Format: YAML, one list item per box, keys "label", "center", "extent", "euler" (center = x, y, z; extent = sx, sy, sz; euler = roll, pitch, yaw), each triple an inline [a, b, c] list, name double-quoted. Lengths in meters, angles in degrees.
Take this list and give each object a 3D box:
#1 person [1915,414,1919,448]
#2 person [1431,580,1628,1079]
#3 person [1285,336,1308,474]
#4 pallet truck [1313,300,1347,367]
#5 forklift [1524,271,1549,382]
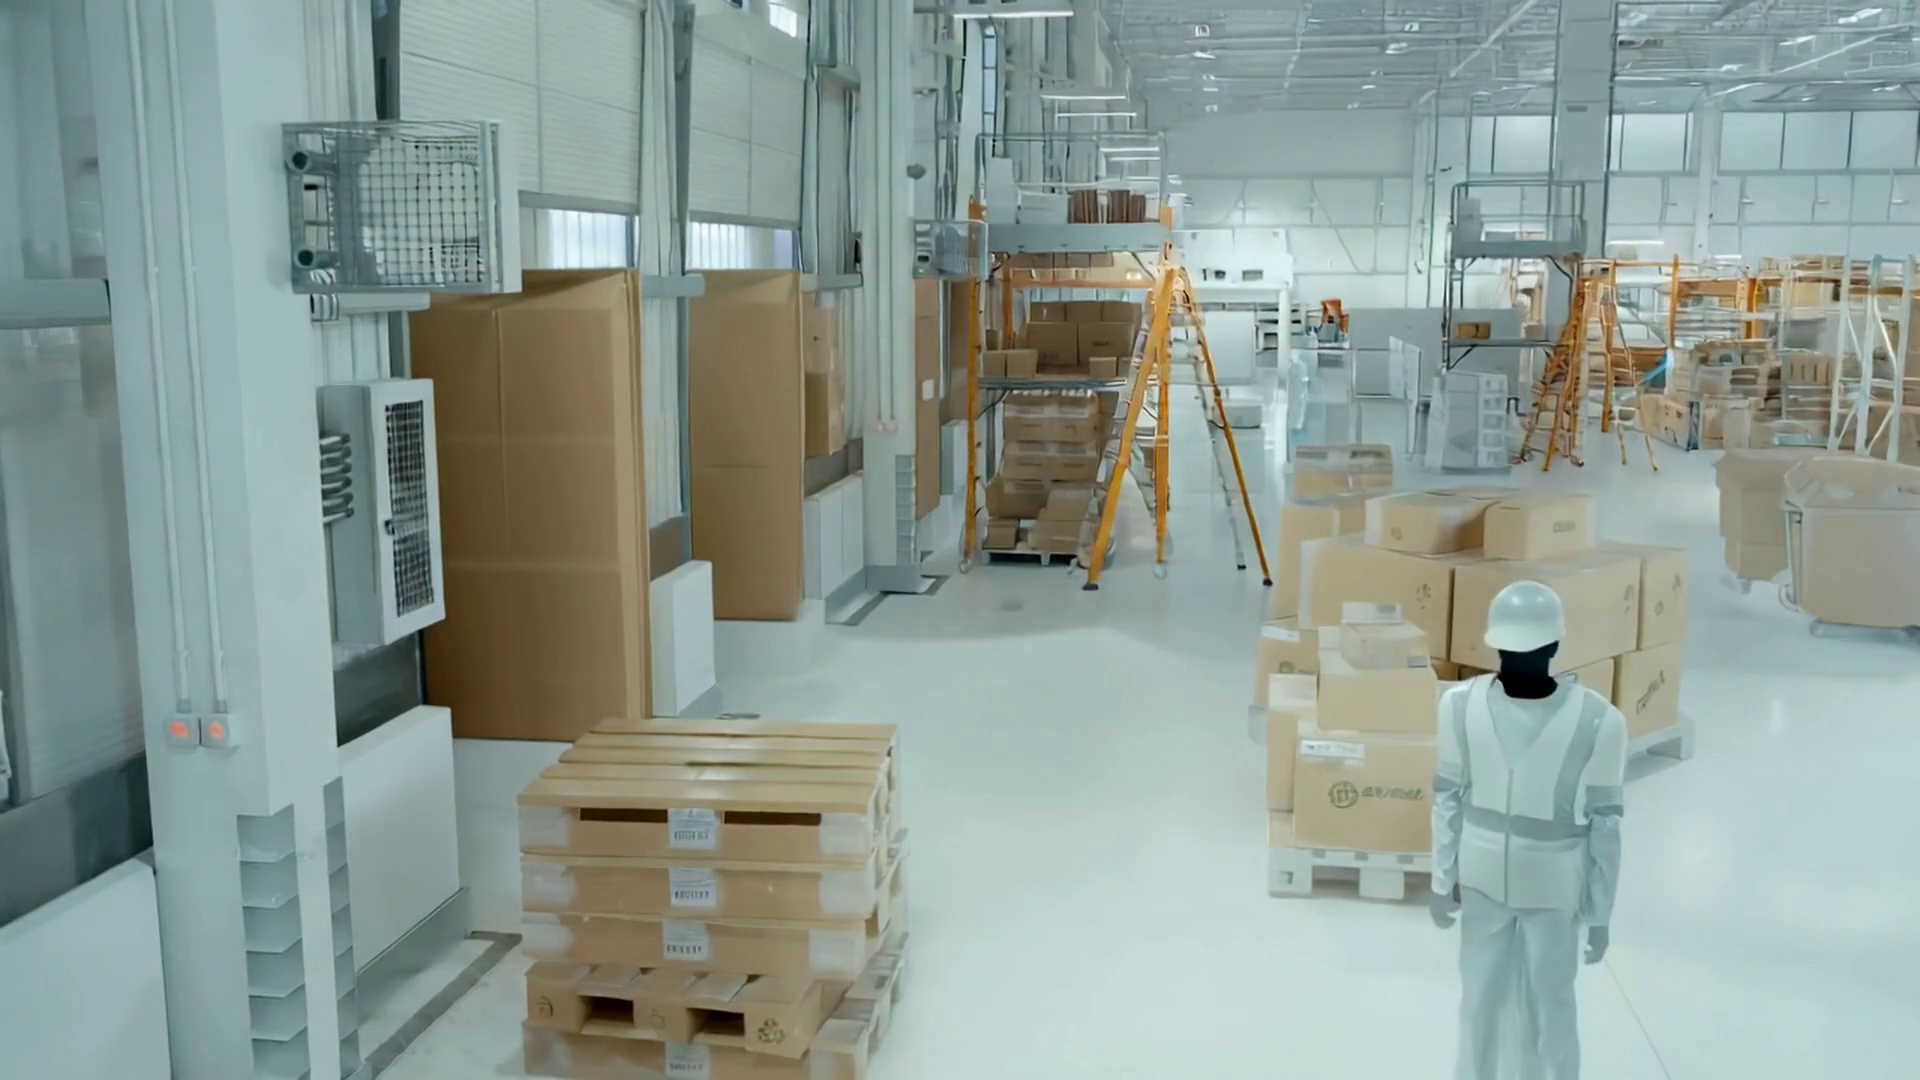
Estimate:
- label: "person"
  center: [15.597, -2.334, 26.683]
  extent: [0.320, 1.739, 0.485]
  euler: [9, 13, 43]
- label: "person"
  center: [1.732, 1.065, 5.167]
  extent: [0.587, 1.919, 0.398]
  euler: [7, 12, 37]
- label: "person"
  center: [4.678, -1.897, 23.369]
  extent: [0.364, 1.934, 0.553]
  euler: [-1, 9, -7]
- label: "pallet truck"
  center: [11.159, -6.200, 49.718]
  extent: [0.823, 1.965, 1.885]
  euler: [4, 10, 26]
- label: "forklift"
  center: [15.019, -5.387, 41.992]
  extent: [1.129, 2.768, 1.873]
  euler: [8, 12, 40]
